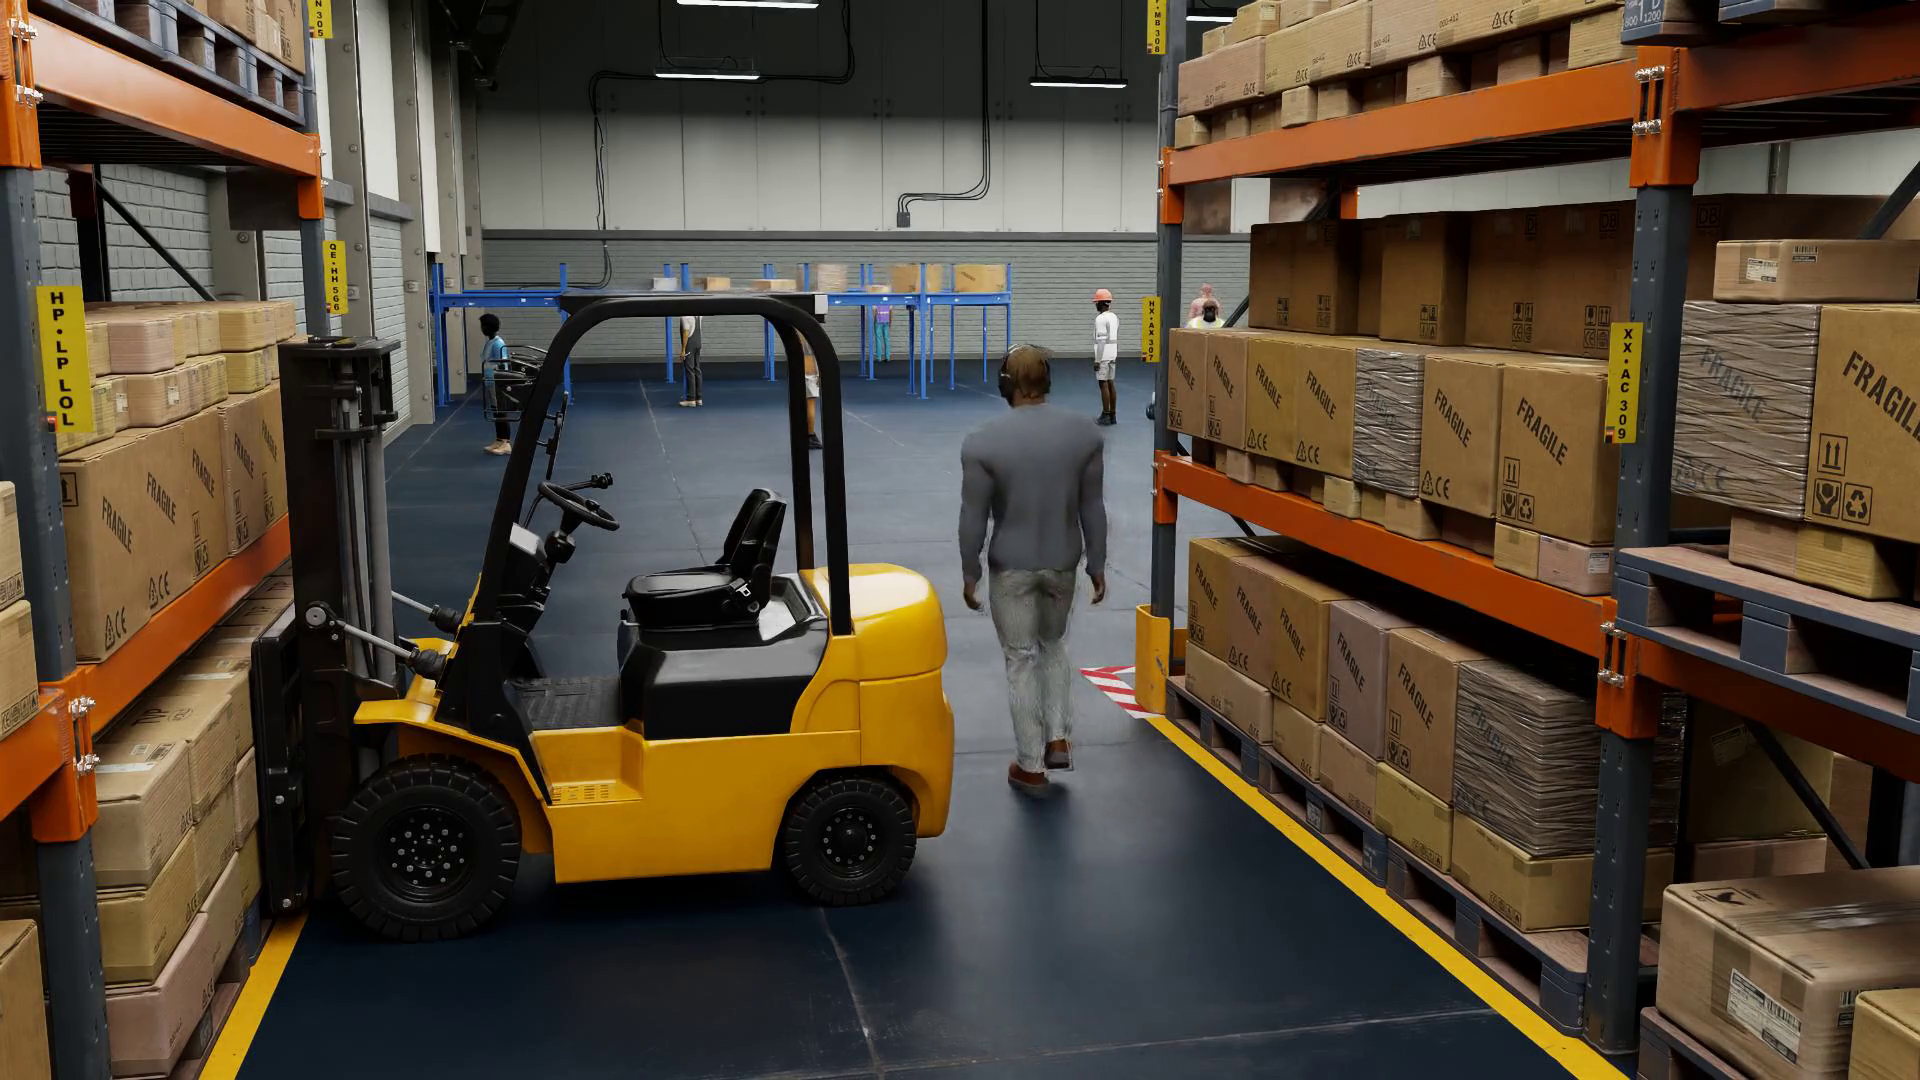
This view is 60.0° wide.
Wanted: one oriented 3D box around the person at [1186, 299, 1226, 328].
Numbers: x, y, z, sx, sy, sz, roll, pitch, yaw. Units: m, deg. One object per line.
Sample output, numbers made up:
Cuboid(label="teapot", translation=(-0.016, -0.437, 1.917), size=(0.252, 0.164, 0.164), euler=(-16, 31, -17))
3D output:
Cuboid(label="person", translation=(3.385, -2.391, 22.780), size=(0.637, 1.823, 0.609), euler=(2, 9, 11))

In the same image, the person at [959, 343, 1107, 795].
Cuboid(label="person", translation=(0.295, 0.122, 7.160), size=(0.646, 1.920, 0.498), euler=(-3, 10, -18))

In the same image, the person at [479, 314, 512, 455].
Cuboid(label="person", translation=(-5.612, -1.881, 20.070), size=(0.317, 1.691, 0.540), euler=(-5, 11, -30))

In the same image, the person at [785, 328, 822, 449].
Cuboid(label="person", translation=(-1.916, -2.116, 20.757), size=(0.552, 1.936, 0.360), euler=(7, 12, 37))

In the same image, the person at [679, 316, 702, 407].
Cuboid(label="person", translation=(-4.382, -3.096, 27.010), size=(0.345, 1.847, 0.507), euler=(4, 10, 21))

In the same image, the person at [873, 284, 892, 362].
Cuboid(label="person", translation=(-1.856, -5.147, 39.512), size=(0.574, 1.843, 0.375), euler=(-6, 11, -34))

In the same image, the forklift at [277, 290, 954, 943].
Cuboid(label="forklift", translation=(-1.179, 0.175, 6.143), size=(2.313, 2.155, 1.214), euler=(-2, 10, -12))

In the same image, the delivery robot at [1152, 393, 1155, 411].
Cuboid(label="delivery robot", translation=(3.178, -2.102, 24.724), size=(0.477, 0.478, 0.707), euler=(9, 13, 44))

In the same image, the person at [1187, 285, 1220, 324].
Cuboid(label="person", translation=(5.047, -4.365, 34.677), size=(0.701, 1.870, 0.547), euler=(-3, 10, -19))

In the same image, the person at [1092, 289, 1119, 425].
Cuboid(label="person", translation=(2.050, -2.620, 23.832), size=(0.375, 1.935, 0.550), euler=(5, 11, 29))
